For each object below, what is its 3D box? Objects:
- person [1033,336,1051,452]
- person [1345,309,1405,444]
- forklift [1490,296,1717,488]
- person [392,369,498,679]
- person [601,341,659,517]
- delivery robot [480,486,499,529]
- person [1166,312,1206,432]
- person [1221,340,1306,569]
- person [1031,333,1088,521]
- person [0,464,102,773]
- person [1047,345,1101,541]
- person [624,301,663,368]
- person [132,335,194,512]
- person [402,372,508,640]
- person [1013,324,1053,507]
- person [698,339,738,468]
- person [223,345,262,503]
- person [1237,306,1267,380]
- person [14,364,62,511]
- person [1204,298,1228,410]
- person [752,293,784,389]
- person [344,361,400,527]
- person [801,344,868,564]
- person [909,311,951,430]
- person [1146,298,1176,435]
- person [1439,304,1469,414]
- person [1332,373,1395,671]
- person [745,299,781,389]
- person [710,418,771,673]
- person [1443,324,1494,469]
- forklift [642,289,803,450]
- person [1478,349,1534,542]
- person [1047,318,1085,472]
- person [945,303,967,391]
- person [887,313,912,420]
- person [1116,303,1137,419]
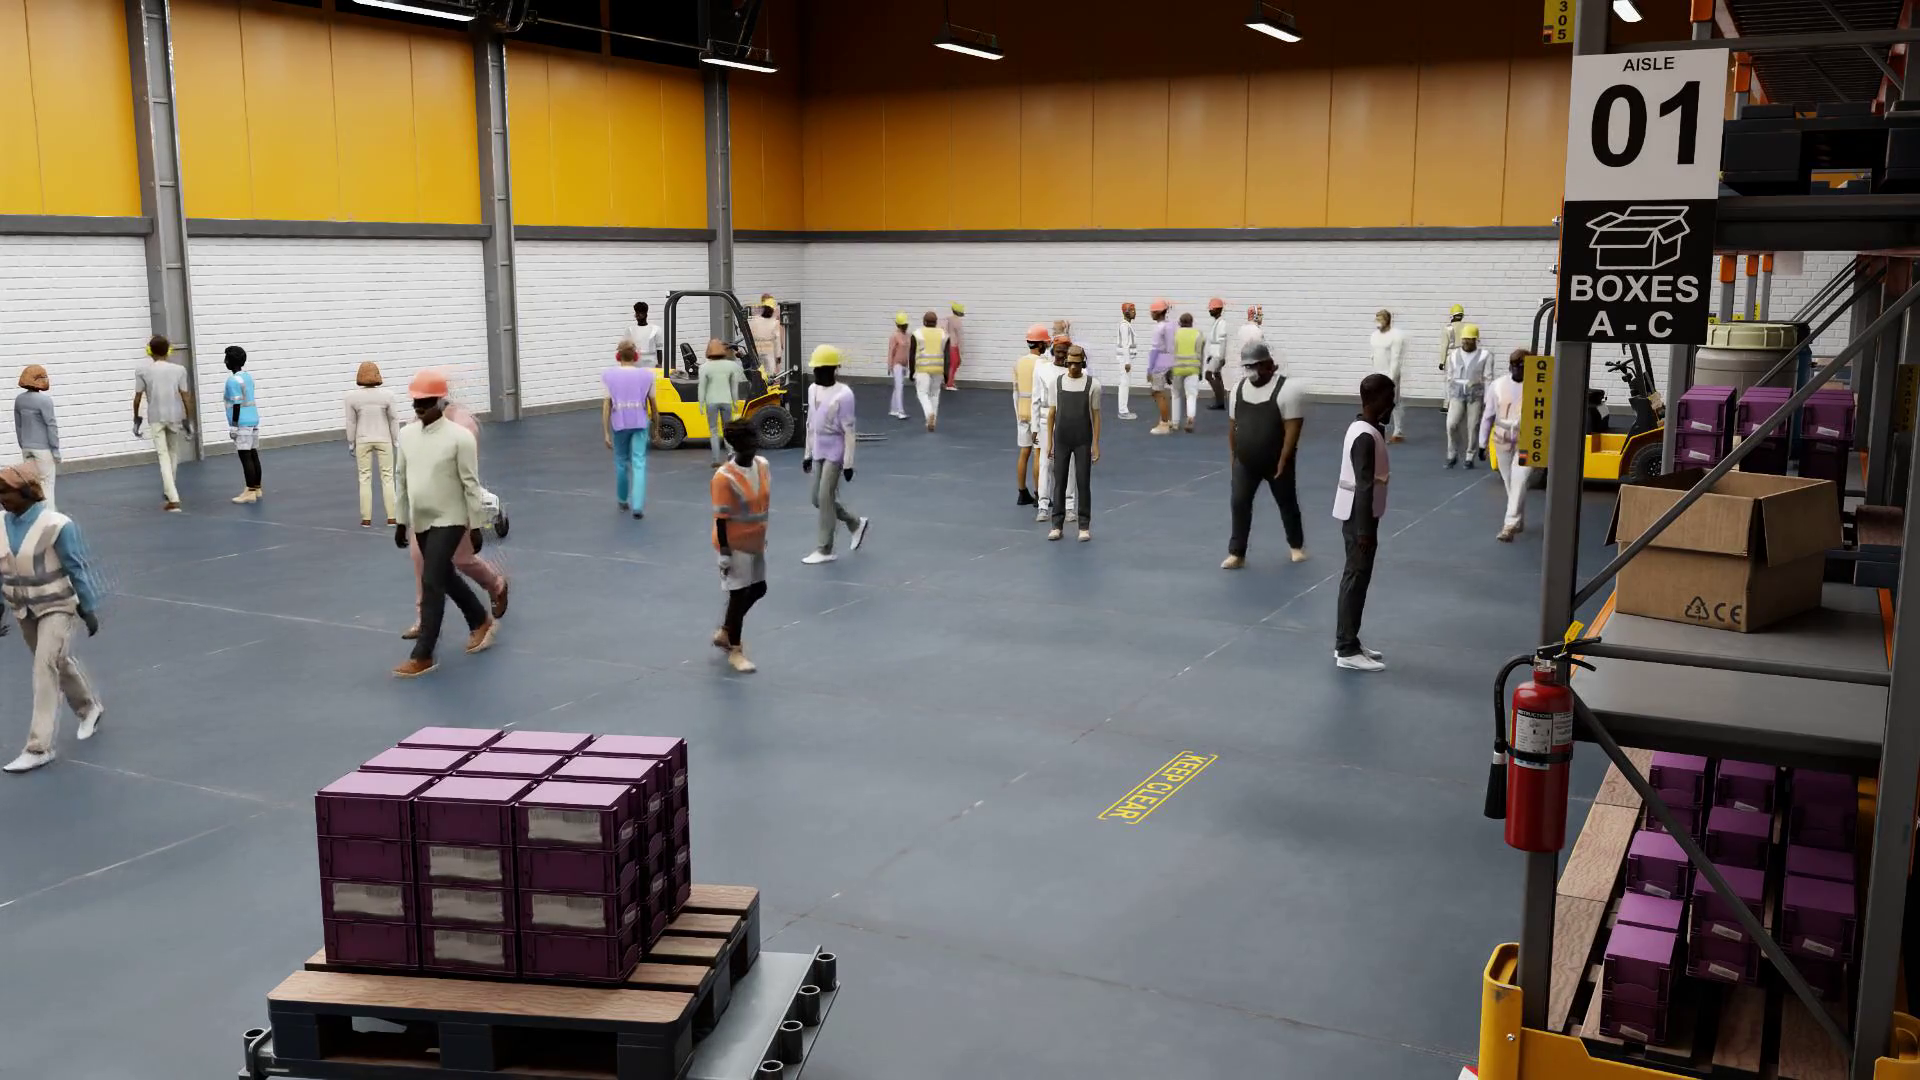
[{"bbox_3d":[1.153,-1.999,22.497,0.317,1.631,0.522,2,10,12],"label":"person"},{"bbox_3d":[5.863,-2.260,23.232,1.009,1.886,0.653,-6,12,-32],"label":"person"},{"bbox_3d":[7.296,-1.677,18.993,2.313,2.155,1.214,5,11,27],"label":"forklift"},{"bbox_3d":[-3.375,-0.150,10.841,0.624,1.957,1.002,5,11,27],"label":"person"},{"bbox_3d":[-3.390,-1.149,17.124,0.583,1.796,1.000,-3,10,-15],"label":"person"},{"bbox_3d":[-4.647,-0.354,15.808,0.477,0.478,0.707,-6,12,-33],"label":"delivery robot"},{"bbox_3d":[3.404,-2.538,25.138,0.622,1.805,0.854,1,10,5],"label":"person"},{"bbox_3d":[2.656,-0.793,14.324,0.712,2.000,0.955,6,11,31],"label":"person"},{"bbox_3d":[0.996,-1.123,16.679,0.573,1.887,0.354,0,10,-1],"label":"person"},{"bbox_3d":[-4.875,0.370,8.881,0.538,1.593,0.877,2,10,11],"label":"person"},{"bbox_3d":[1.059,-0.904,15.546,0.504,1.841,0.344,2,10,10],"label":"person"},{"bbox_3d":[-4.782,-2.614,25.099,0.602,1.958,0.381,0,10,3],"label":"person"},{"bbox_3d":[-8.408,-1.232,17.502,0.513,1.818,0.922,-8,13,-40],"label":"person"},{"bbox_3d":[-3.608,-0.269,11.767,0.657,1.879,0.784,4,11,24],"label":"person"},{"bbox_3d":[0.804,-1.317,17.648,0.372,1.939,0.544,-8,12,-38],"label":"person"},{"bbox_3d":[-3.016,-1.695,20.727,0.517,1.621,0.361,-5,11,-24],"label":"person"},{"bbox_3d":[-7.736,-1.244,17.925,0.322,1.697,0.536,-1,10,-5],"label":"person"},{"bbox_3d":[4.372,-2.526,24.745,0.410,1.909,0.643,-3,10,-15],"label":"person"},{"bbox_3d":[-8.759,-0.852,15.836,0.500,1.634,0.286,5,11,25],"label":"person"},{"bbox_3d":[4.366,-3.177,28.472,0.477,1.917,0.557,0,10,1],"label":"person"},{"bbox_3d":[-3.734,-3.832,32.302,0.643,1.909,0.410,-1,10,-4],"label":"person"},{"bbox_3d":[-5.756,-0.939,16.333,0.500,1.636,0.284,-3,10,-16],"label":"person"},{"bbox_3d":[-1.090,-0.755,14.488,0.672,1.909,0.612,-8,12,-37],"label":"person"},{"bbox_3d":[-0.442,-2.567,25.251,0.627,1.818,0.763,-3,10,-17],"label":"person"},{"bbox_3d":[2.932,-2.552,24.540,0.496,2.025,0.631,5,11,29],"label":"person"},{"bbox_3d":[8.288,-3.026,27.850,0.588,1.833,0.404,-3,10,-17],"label":"person"},{"bbox_3d":[2.609,-0.125,10.816,0.371,1.915,0.595,2,10,12],"label":"person"},{"bbox_3d":[-3.459,-3.313,29.389,0.697,1.882,0.381,-3,10,-16],"label":"person"},{"bbox_3d":[-1.459,0.026,10.670,0.576,1.658,0.585,6,11,30],"label":"person"},{"bbox_3d":[6.281,-1.763,20.594,0.605,1.812,0.591,6,11,30],"label":"person"},{"bbox_3d":[-3.358,-2.392,23.136,2.313,2.155,1.214,-1,10,-5],"label":"forklift"},{"bbox_3d":[5.238,-0.903,15.693,0.647,1.791,0.980,7,12,35],"label":"person"},{"bbox_3d":[1.263,-1.769,20.383,0.442,1.893,0.675,-6,12,-32],"label":"person"},{"bbox_3d":[-0.105,-3.763,32.461,0.417,1.723,0.605,-3,10,-17],"label":"person"},{"bbox_3d":[-0.959,-2.823,27.045,0.703,1.716,0.564,7,12,36],"label":"person"},{"bbox_3d":[2.718,-2.907,27.021,0.356,1.883,0.574,1,10,5],"label":"person"}]
